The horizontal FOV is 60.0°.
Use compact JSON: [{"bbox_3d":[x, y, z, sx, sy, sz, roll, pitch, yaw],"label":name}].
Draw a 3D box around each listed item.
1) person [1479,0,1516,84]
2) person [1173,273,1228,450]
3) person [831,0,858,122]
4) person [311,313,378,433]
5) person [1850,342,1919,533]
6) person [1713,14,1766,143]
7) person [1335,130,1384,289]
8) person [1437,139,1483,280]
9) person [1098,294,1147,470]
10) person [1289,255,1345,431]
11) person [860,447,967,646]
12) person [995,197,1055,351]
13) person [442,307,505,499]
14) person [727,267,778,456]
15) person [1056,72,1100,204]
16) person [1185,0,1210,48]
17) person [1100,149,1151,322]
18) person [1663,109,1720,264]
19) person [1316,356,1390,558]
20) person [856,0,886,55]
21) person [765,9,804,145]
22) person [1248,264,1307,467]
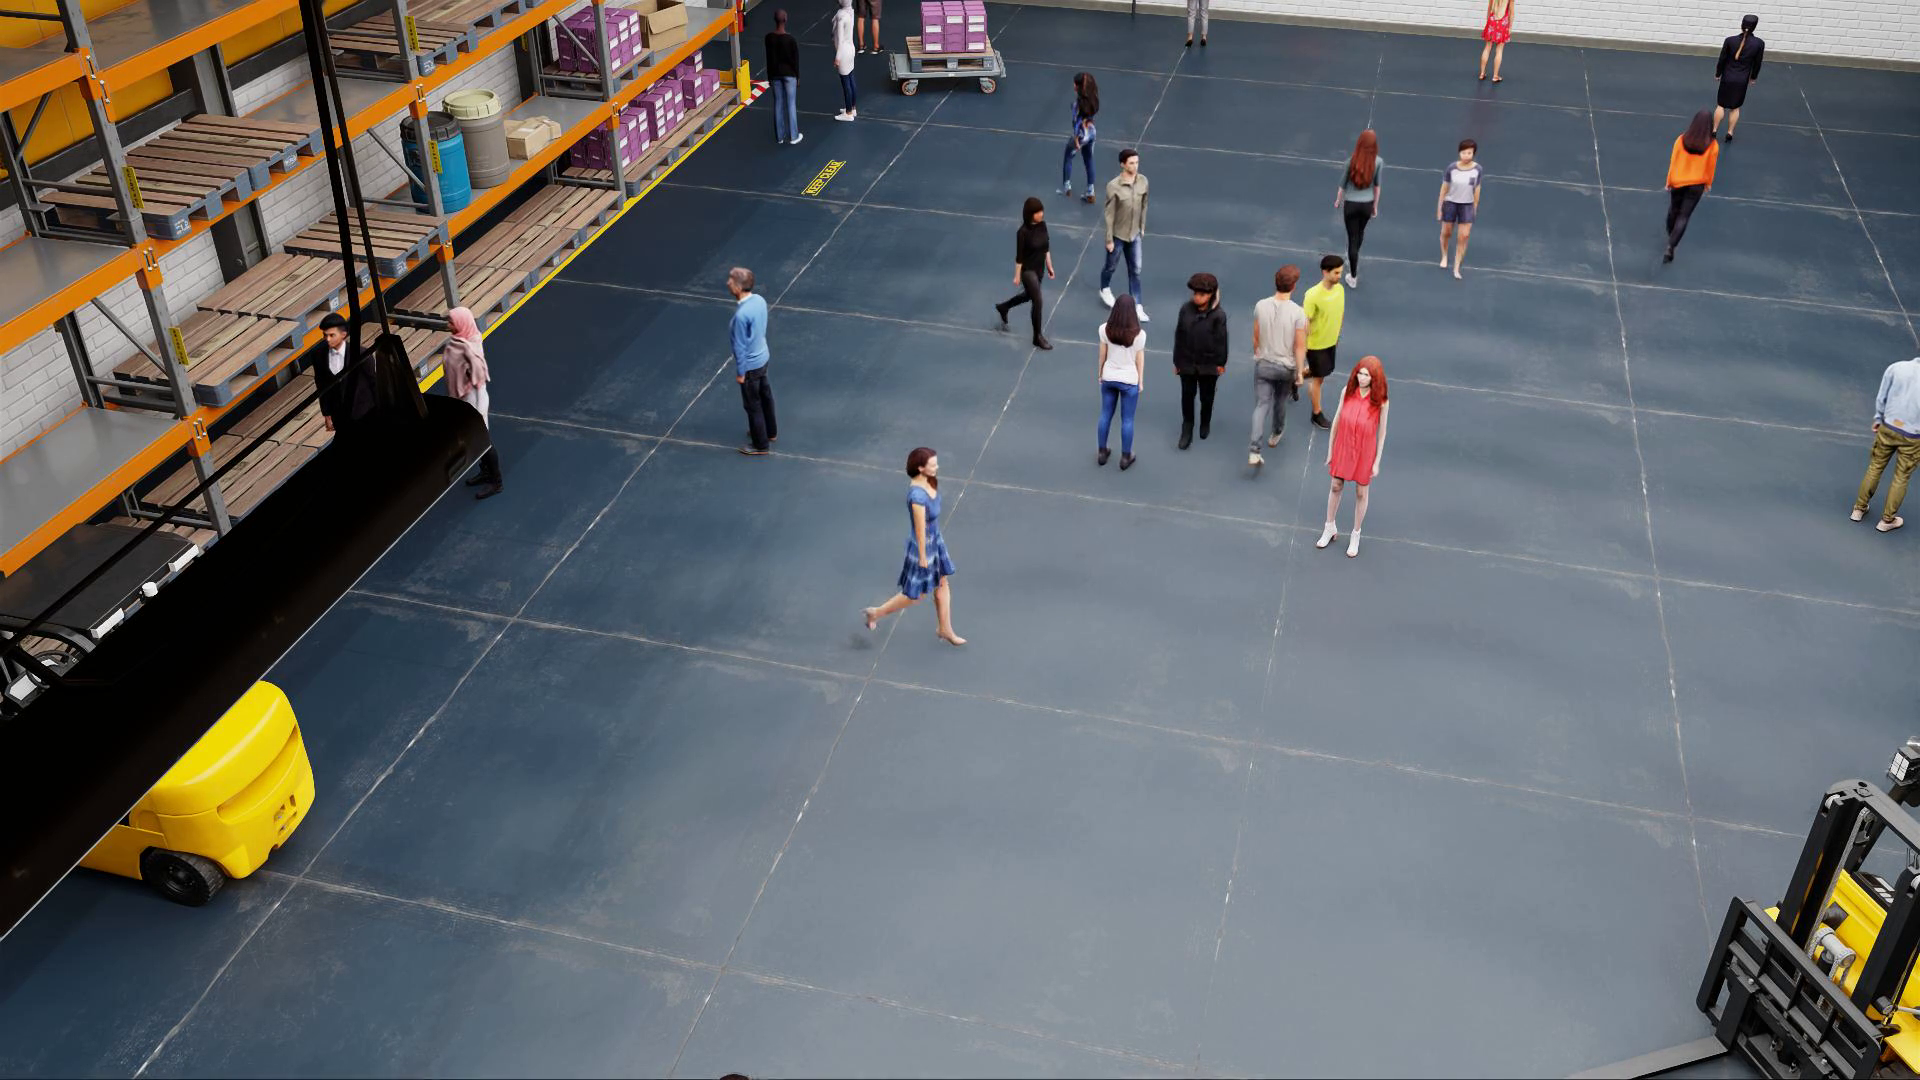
[{"bbox_3d":[7.819,-7.480,24.183,0.646,1.593,0.658,24,40,31],"label":"person"},{"bbox_3d":[2.226,-1.686,15.317,0.686,1.758,0.749,14,36,20],"label":"person"},{"bbox_3d":[-1.563,-6.646,22.763,0.669,1.775,0.458,10,35,14],"label":"person"},{"bbox_3d":[-5.215,-1.108,14.337,0.745,1.881,0.626,2,34,3],"label":"person"},{"bbox_3d":[8.009,-0.925,14.124,0.778,1.811,0.756,-23,40,-31],"label":"person"},{"bbox_3d":[10.274,-6.108,22.048,0.698,1.671,0.632,11,35,16],"label":"person"},{"bbox_3d":[4.376,-3.599,18.234,0.766,1.714,1.072,-1,34,-1],"label":"person"},{"bbox_3d":[5.589,-3.770,18.649,0.583,1.539,0.825,8,34,12],"label":"person"},{"bbox_3d":[1.444,-1.411,14.970,0.640,1.683,0.606,17,37,24],"label":"person"},{"bbox_3d":[3.361,-1.922,15.734,1.032,1.688,1.029,-24,40,-31],"label":"person"},{"bbox_3d":[-0.342,0.094,12.615,0.823,1.784,1.037,2,34,3],"label":"person"},{"bbox_3d":[0.673,-2.782,17.101,0.901,1.607,1.050,23,40,30],"label":"person"},{"bbox_3d":[-4.263,-1.217,14.571,0.796,1.803,0.736,-18,37,-25],"label":"person"},{"bbox_3d":[-1.893,-1.653,15.218,0.693,1.813,0.484,8,34,12],"label":"person"},{"bbox_3d":[1.564,-4.893,20.280,0.828,1.604,0.864,-29,43,-36],"label":"person"},{"bbox_3d":[3.659,-8.409,25.504,0.679,1.677,0.667,-1,34,-2],"label":"person"},{"bbox_3d":[1.685,-3.258,17.628,1.167,1.817,1.275,-14,36,-20],"label":"person"},{"bbox_3d":[8.186,-3.958,18.767,0.874,1.722,1.077,25,41,32],"label":"person"},{"bbox_3d":[3.272,-0.706,13.779,0.649,1.828,0.602,19,38,26],"label":"person"},{"bbox_3d":[-1.400,-8.348,25.248,0.671,1.859,0.581,11,35,16],"label":"person"},{"bbox_3d":[-2.342,-6.134,22.018,0.604,1.748,0.556,6,34,8],"label":"person"},{"bbox_3d":[2.801,-1.521,14.985,0.685,1.850,1.092,11,35,17],"label":"person"}]
